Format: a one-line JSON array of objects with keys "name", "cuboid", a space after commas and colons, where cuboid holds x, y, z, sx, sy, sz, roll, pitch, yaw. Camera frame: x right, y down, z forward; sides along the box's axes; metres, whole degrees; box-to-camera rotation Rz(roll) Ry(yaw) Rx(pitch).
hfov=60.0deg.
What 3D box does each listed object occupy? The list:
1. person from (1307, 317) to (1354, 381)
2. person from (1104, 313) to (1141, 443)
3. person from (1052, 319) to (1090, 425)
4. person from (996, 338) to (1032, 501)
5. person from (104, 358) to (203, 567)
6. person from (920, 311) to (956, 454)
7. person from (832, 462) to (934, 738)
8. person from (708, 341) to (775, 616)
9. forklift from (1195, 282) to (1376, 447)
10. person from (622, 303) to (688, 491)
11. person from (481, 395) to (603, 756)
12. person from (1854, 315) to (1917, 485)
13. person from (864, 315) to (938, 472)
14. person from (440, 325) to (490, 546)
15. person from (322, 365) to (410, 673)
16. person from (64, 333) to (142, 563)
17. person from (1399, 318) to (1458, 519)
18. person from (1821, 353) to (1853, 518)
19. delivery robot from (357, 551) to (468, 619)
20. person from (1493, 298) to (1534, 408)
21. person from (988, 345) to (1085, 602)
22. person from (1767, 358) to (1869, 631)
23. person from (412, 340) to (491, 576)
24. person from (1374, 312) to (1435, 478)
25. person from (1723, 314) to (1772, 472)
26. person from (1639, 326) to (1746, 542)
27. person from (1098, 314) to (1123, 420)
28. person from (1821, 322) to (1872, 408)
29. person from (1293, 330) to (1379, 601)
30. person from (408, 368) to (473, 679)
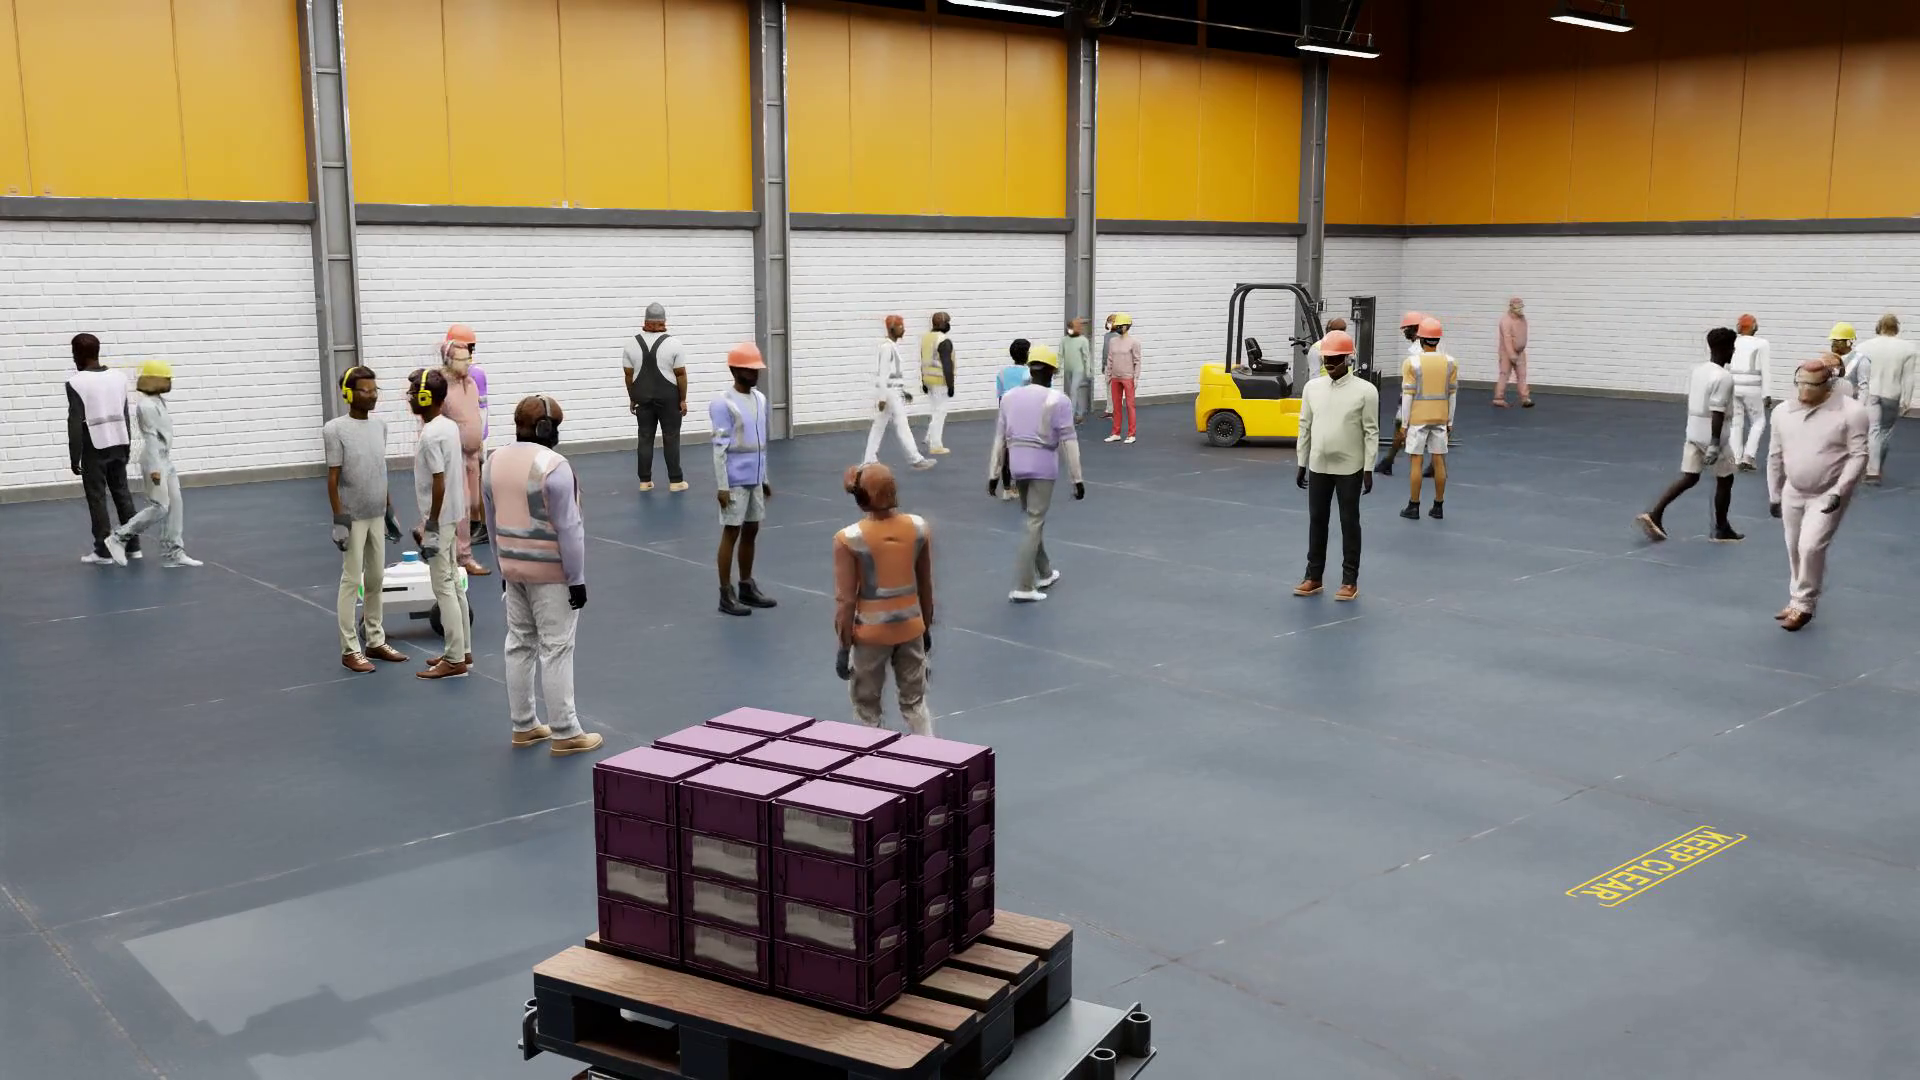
[{"name": "person", "cuboid": [4.231, -1.597, 18.875, 0.627, 1.844, 0.429, -6, 11, -31]}, {"name": "person", "cuboid": [2.206, -2.194, 22.588, 0.533, 1.767, 0.313, 9, 13, 41]}, {"name": "person", "cuboid": [1.638, -2.490, 24.816, 0.510, 1.599, 0.815, 9, 13, 41]}, {"name": "person", "cuboid": [0.613, -1.224, 17.108, 0.532, 1.697, 0.319, 7, 12, 37]}, {"name": "person", "cuboid": [-6.551, -0.612, 13.442, 0.600, 1.719, 0.494, -2, 10, -12]}, {"name": "person", "cuboid": [-0.251, -2.009, 21.308, 0.451, 1.828, 0.657, -5, 11, -28]}, {"name": "person", "cuboid": [-0.293, 0.463, 7.500, 0.558, 1.619, 0.619, -6, 12, -33]}, {"name": "person", "cuboid": [-1.525, -0.440, 11.820, 0.372, 1.935, 0.551, 6, 11, 30]}, {"name": "forklift", "cuboid": [4.328, -2.346, 22.227, 2.313, 2.155, 1.214, 3, 10, 16]}, {"name": "person", "cuboid": [-3.252, -1.546, 17.991, 0.689, 2.000, 0.539, 2, 10, 9]}, {"name": "person", "cuboid": [-2.128, 0.180, 8.490, 0.622, 1.837, 0.429, 7, 12, 34]}, {"name": "person", "cuboid": [10.310, -1.574, 18.664, 0.652, 1.874, 1.051, 4, 10, 22]}, {"name": "person", "cuboid": [-0.711, -1.715, 19.537, 0.943, 1.838, 0.599, 0, 10, 0]}, {"name": "person", "cuboid": [-4.343, -0.920, 14.628, 0.356, 1.937, 0.552, -7, 12, -35]}, {"name": "person", "cuboid": [-3.652, -0.137, 10.230, 0.329, 1.875, 0.516, 4, 11, 23]}, {"name": "person", "cuboid": [-7.086, -0.754, 13.753, 0.391, 1.909, 0.599, 3, 10, 19]}, {"name": "person", "cuboid": [4.500, -1.163, 16.036, 0.545, 1.943, 0.347, -1, 10, -7]}, {"name": "person", "cuboid": [8.540, -1.059, 16.425, 0.499, 1.595, 0.837, -2, 10, -10]}, {"name": "delivery robot", "cuboid": [-3.669, 0.321, 11.130, 0.707, 0.478, 0.477, -4, 10, -20]}, {"name": "person", "cuboid": [9.259, -3.100, 27.680, 0.706, 1.849, 0.854, -6, 11, -30]}, {"name": "person", "cuboid": [0.600, -0.507, 12.415, 0.705, 1.860, 0.948, 7, 12, 34]}, {"name": "person", "cuboid": [5.784, -0.304, 11.282, 0.756, 1.848, 0.661, -7, 12, -34]}, {"name": "person", "cuboid": [-4.089, -0.659, 13.259, 0.684, 1.883, 0.640, 2, 10, 14]}, {"name": "person", "cuboid": [5.158, -1.667, 19.121, 0.945, 1.886, 0.545, 7, 12, 34]}, {"name": "person", "cuboid": [9.227, -1.715, 19.518, 0.430, 1.855, 0.661, -7, 12, -37]}, {"name": "person", "cuboid": [6.529, -0.921, 14.684, 0.912, 1.935, 0.602, -1, 10, -7]}, {"name": "person", "cuboid": [2.372, -2.696, 25.902, 0.277, 1.636, 0.507, -6, 11, -31]}, {"name": "person", "cuboid": [9.405, -1.412, 17.823, 0.403, 1.827, 0.601, -4, 11, -24]}, {"name": "person", "cuboid": [2.763, -0.546, 12.270, 0.619, 1.992, 0.396, 7, 12, 37]}, {"name": "person", "cuboid": [-3.145, -0.097, 10.012, 0.311, 1.869, 0.534, -1, 10, -4]}]
